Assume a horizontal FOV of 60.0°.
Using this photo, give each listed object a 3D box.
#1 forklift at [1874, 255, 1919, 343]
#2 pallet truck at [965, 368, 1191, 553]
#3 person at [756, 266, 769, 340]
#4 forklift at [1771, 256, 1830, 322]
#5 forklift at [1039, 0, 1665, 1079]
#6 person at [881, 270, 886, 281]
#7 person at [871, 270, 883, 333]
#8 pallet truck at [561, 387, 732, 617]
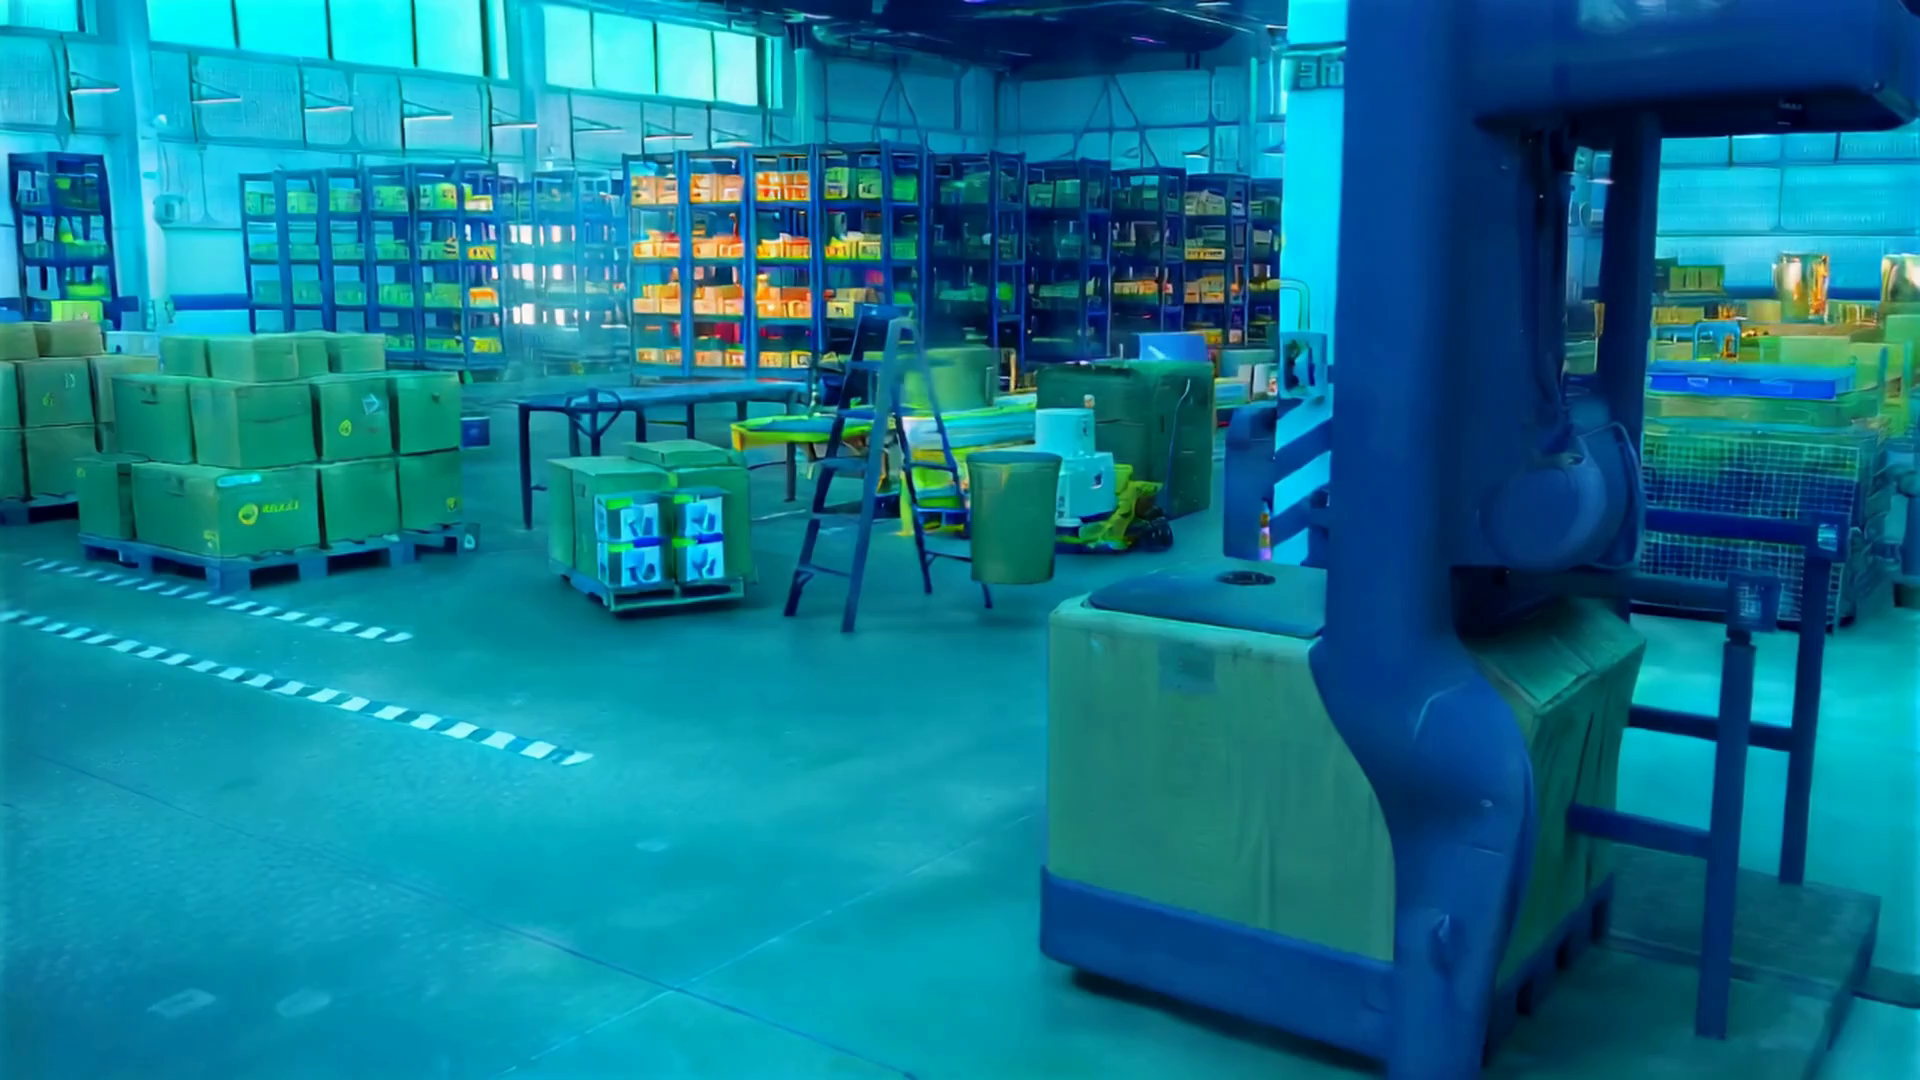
[{"bbox_3d":[22.089,-5.634,38.796,1.157,1.987,2.680,6,11,33],"label":"forklift"},{"bbox_3d":[0.845,-0.609,11.869,1.630,1.274,0.653,7,12,35],"label":"pallet truck"},{"bbox_3d":[-3.496,-3.929,29.571,0.381,1.996,0.608,3,10,15],"label":"person"},{"bbox_3d":[20.253,-5.854,40.139,1.157,1.987,2.680,7,12,35],"label":"forklift"},{"bbox_3d":[1.249,-0.137,4.360,1.873,2.768,1.129,7,12,35],"label":"forklift"},{"bbox_3d":[-1.632,-4.823,35.405,0.571,1.830,0.482,8,12,40],"label":"person"},{"bbox_3d":[-1.685,-4.521,33.586,0.403,1.830,0.600,1,10,6],"label":"person"},{"bbox_3d":[-1.981,-0.274,10.088,0.680,1.201,1.601,-5,11,-28],"label":"pallet truck"}]
